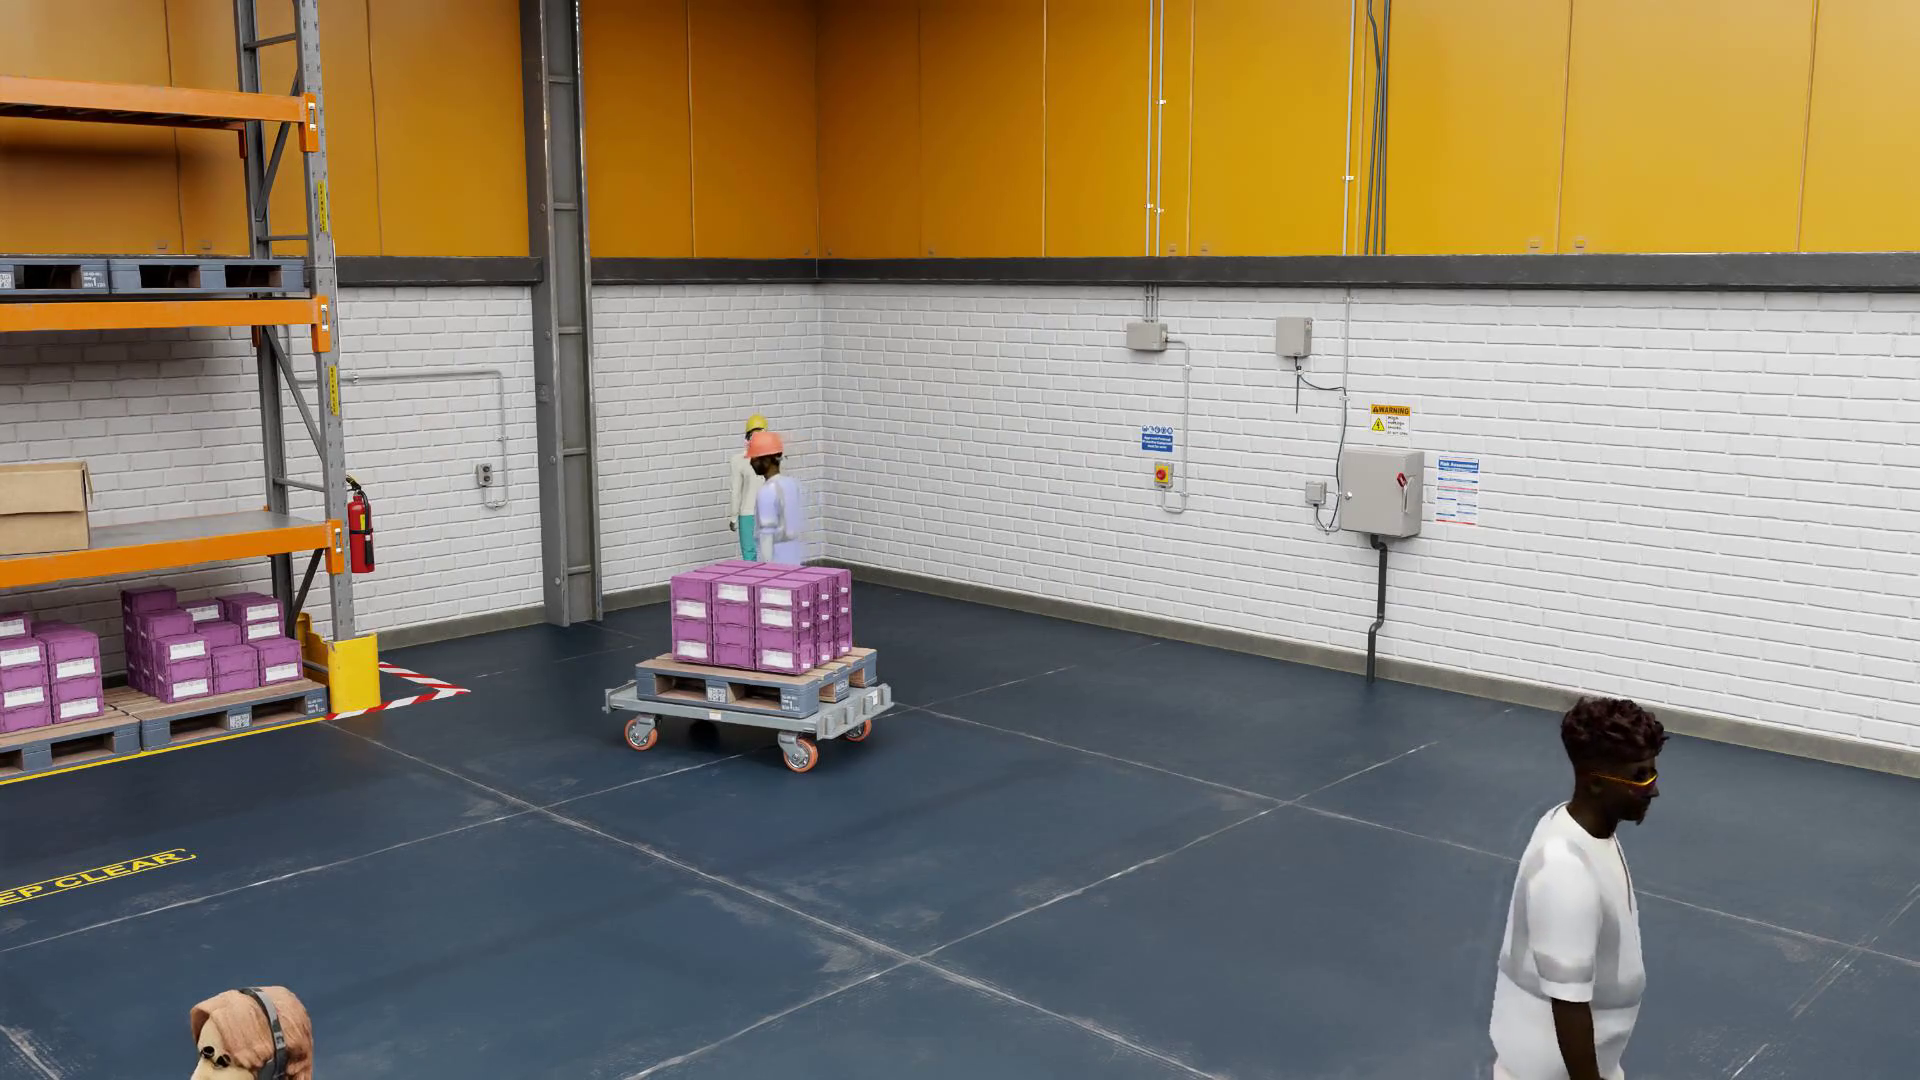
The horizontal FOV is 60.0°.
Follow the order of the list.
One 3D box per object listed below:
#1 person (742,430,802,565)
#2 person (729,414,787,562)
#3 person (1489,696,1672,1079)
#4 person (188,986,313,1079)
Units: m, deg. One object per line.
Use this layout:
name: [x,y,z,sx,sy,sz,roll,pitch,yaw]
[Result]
person: [-1.249,0.173,11.748,0.564,1.916,0.551,3,10,16]
person: [-1.775,-0.221,14.618,0.535,1.767,0.315,-4,10,-24]
person: [1.716,1.362,4.415,1.006,1.918,0.616,5,11,29]
person: [-1.389,1.677,3.358,0.514,1.645,0.307,7,12,38]
